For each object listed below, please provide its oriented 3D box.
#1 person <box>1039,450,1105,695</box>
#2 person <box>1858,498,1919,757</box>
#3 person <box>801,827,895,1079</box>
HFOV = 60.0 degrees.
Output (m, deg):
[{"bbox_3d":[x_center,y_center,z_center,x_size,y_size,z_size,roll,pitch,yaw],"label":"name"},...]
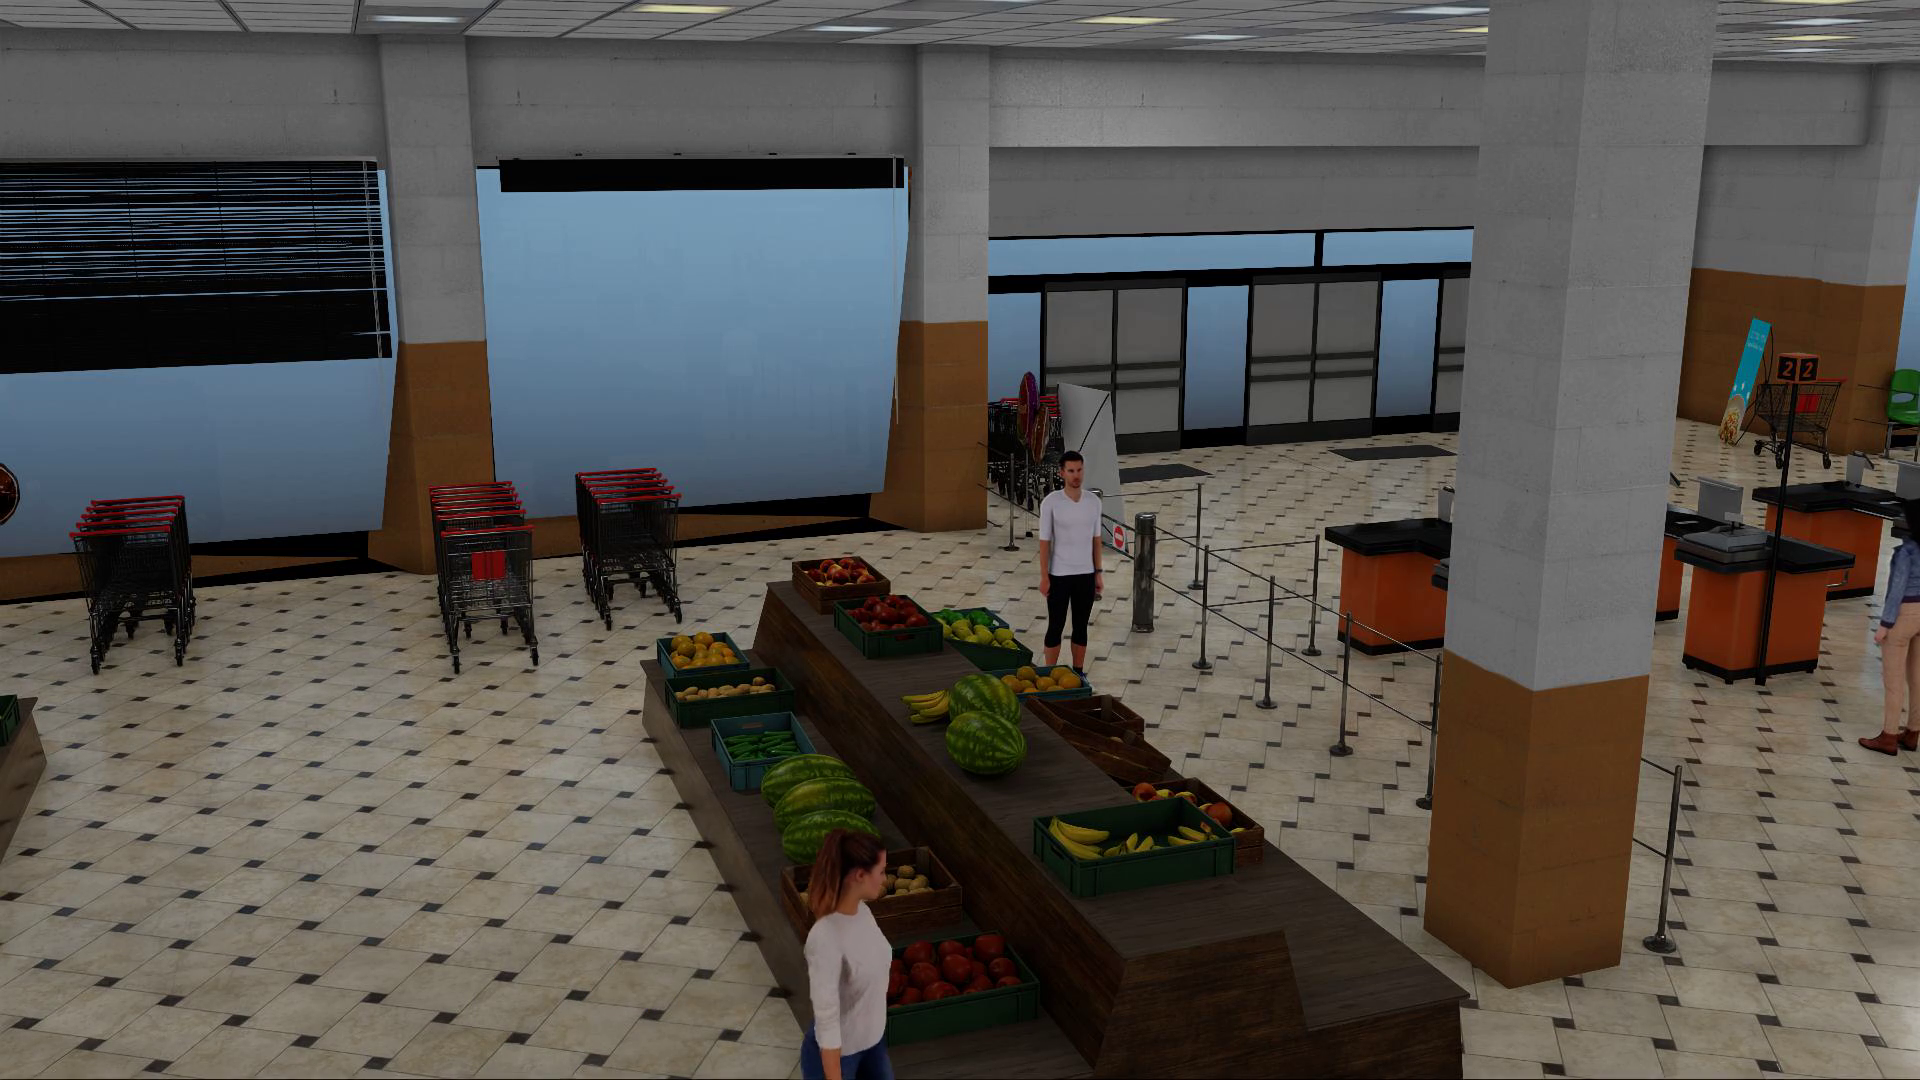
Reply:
[{"bbox_3d":[0.825,0.240,12.476,0.654,1.852,0.547,-5,14,-18],"label":"person"},{"bbox_3d":[6.419,0.580,11.245,0.588,1.772,0.558,-5,14,-19],"label":"person"},{"bbox_3d":[-0.510,1.884,6.041,1.169,1.690,1.124,7,15,27],"label":"person"}]
